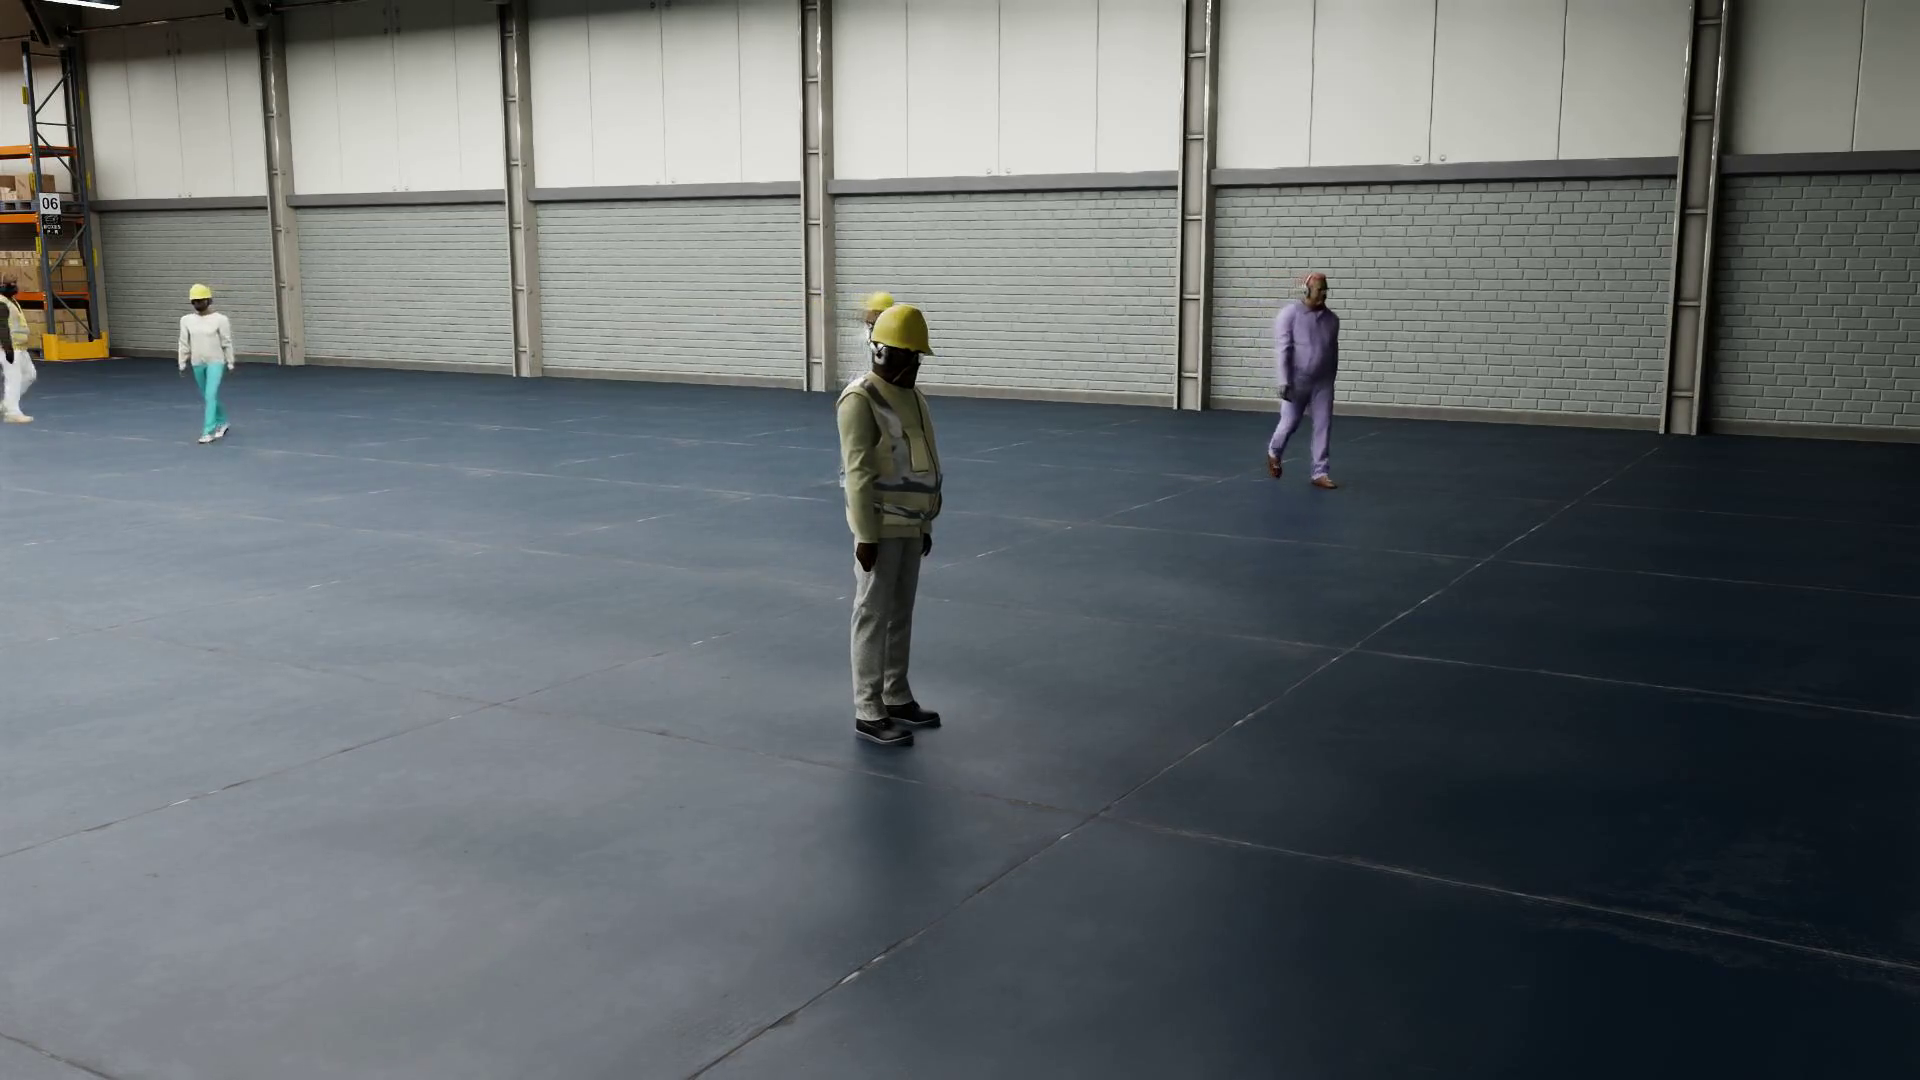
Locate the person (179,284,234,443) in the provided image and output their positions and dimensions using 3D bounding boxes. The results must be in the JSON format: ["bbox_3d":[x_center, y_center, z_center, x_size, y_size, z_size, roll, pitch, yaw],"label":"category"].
[{"bbox_3d":[-8.279,-1.955,18.323,0.537,1.724,0.891,0,10,0],"label":"person"}]

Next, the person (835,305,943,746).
[{"bbox_3d":[-0.275,-0.069,6.986,0.403,1.822,0.588,4,11,23],"label":"person"}]

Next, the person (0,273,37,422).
[{"bbox_3d":[-11.540,-2.336,20.251,0.460,1.820,0.648,-3,10,-17],"label":"person"}]

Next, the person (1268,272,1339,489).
[{"bbox_3d":[3.053,-1.422,14.719,0.644,1.883,0.820,-3,10,-17],"label":"person"}]

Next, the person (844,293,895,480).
[{"bbox_3d":[-0.620,-1.284,14.451,0.884,1.696,0.490,3,10,15],"label":"person"}]
